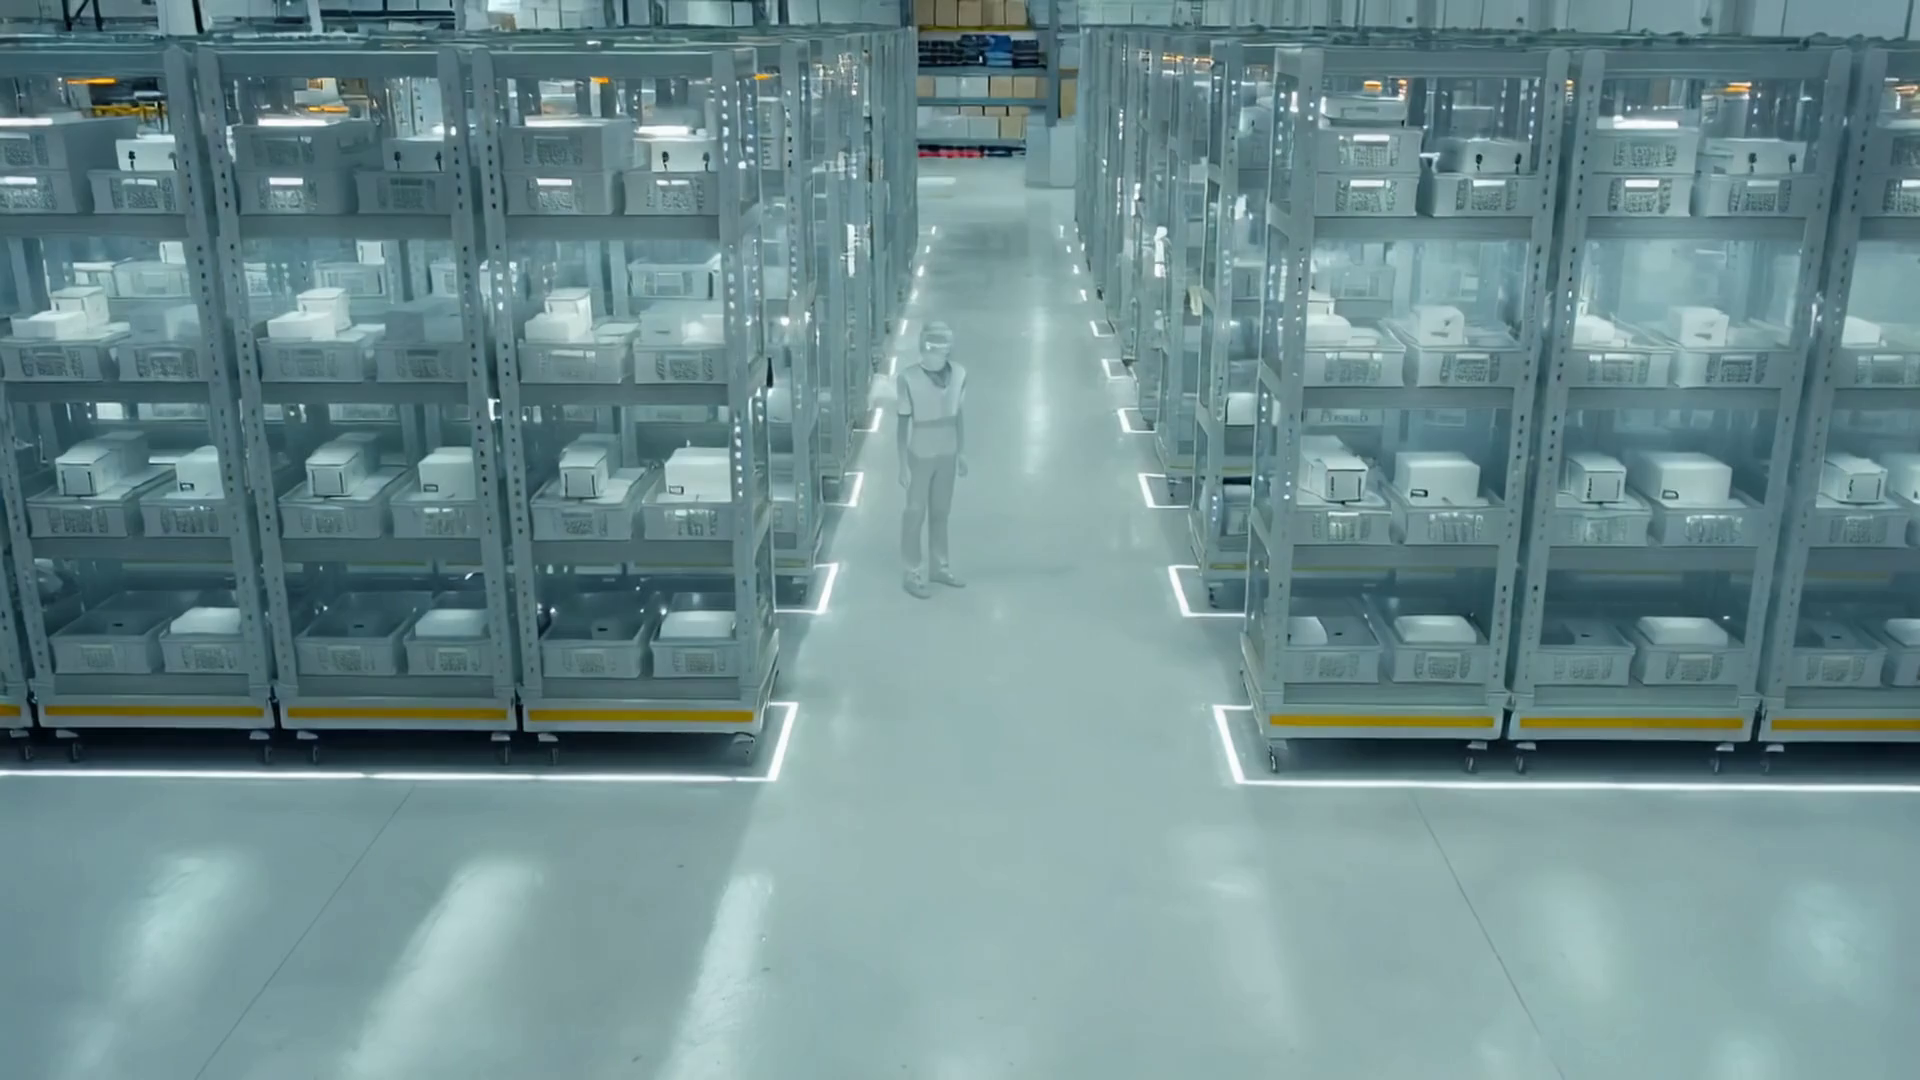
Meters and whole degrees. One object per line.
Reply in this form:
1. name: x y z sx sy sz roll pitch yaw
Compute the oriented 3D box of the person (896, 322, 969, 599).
1. person: -0.190 -0.548 11.090 0.564 1.842 0.393 -15 23 -39
